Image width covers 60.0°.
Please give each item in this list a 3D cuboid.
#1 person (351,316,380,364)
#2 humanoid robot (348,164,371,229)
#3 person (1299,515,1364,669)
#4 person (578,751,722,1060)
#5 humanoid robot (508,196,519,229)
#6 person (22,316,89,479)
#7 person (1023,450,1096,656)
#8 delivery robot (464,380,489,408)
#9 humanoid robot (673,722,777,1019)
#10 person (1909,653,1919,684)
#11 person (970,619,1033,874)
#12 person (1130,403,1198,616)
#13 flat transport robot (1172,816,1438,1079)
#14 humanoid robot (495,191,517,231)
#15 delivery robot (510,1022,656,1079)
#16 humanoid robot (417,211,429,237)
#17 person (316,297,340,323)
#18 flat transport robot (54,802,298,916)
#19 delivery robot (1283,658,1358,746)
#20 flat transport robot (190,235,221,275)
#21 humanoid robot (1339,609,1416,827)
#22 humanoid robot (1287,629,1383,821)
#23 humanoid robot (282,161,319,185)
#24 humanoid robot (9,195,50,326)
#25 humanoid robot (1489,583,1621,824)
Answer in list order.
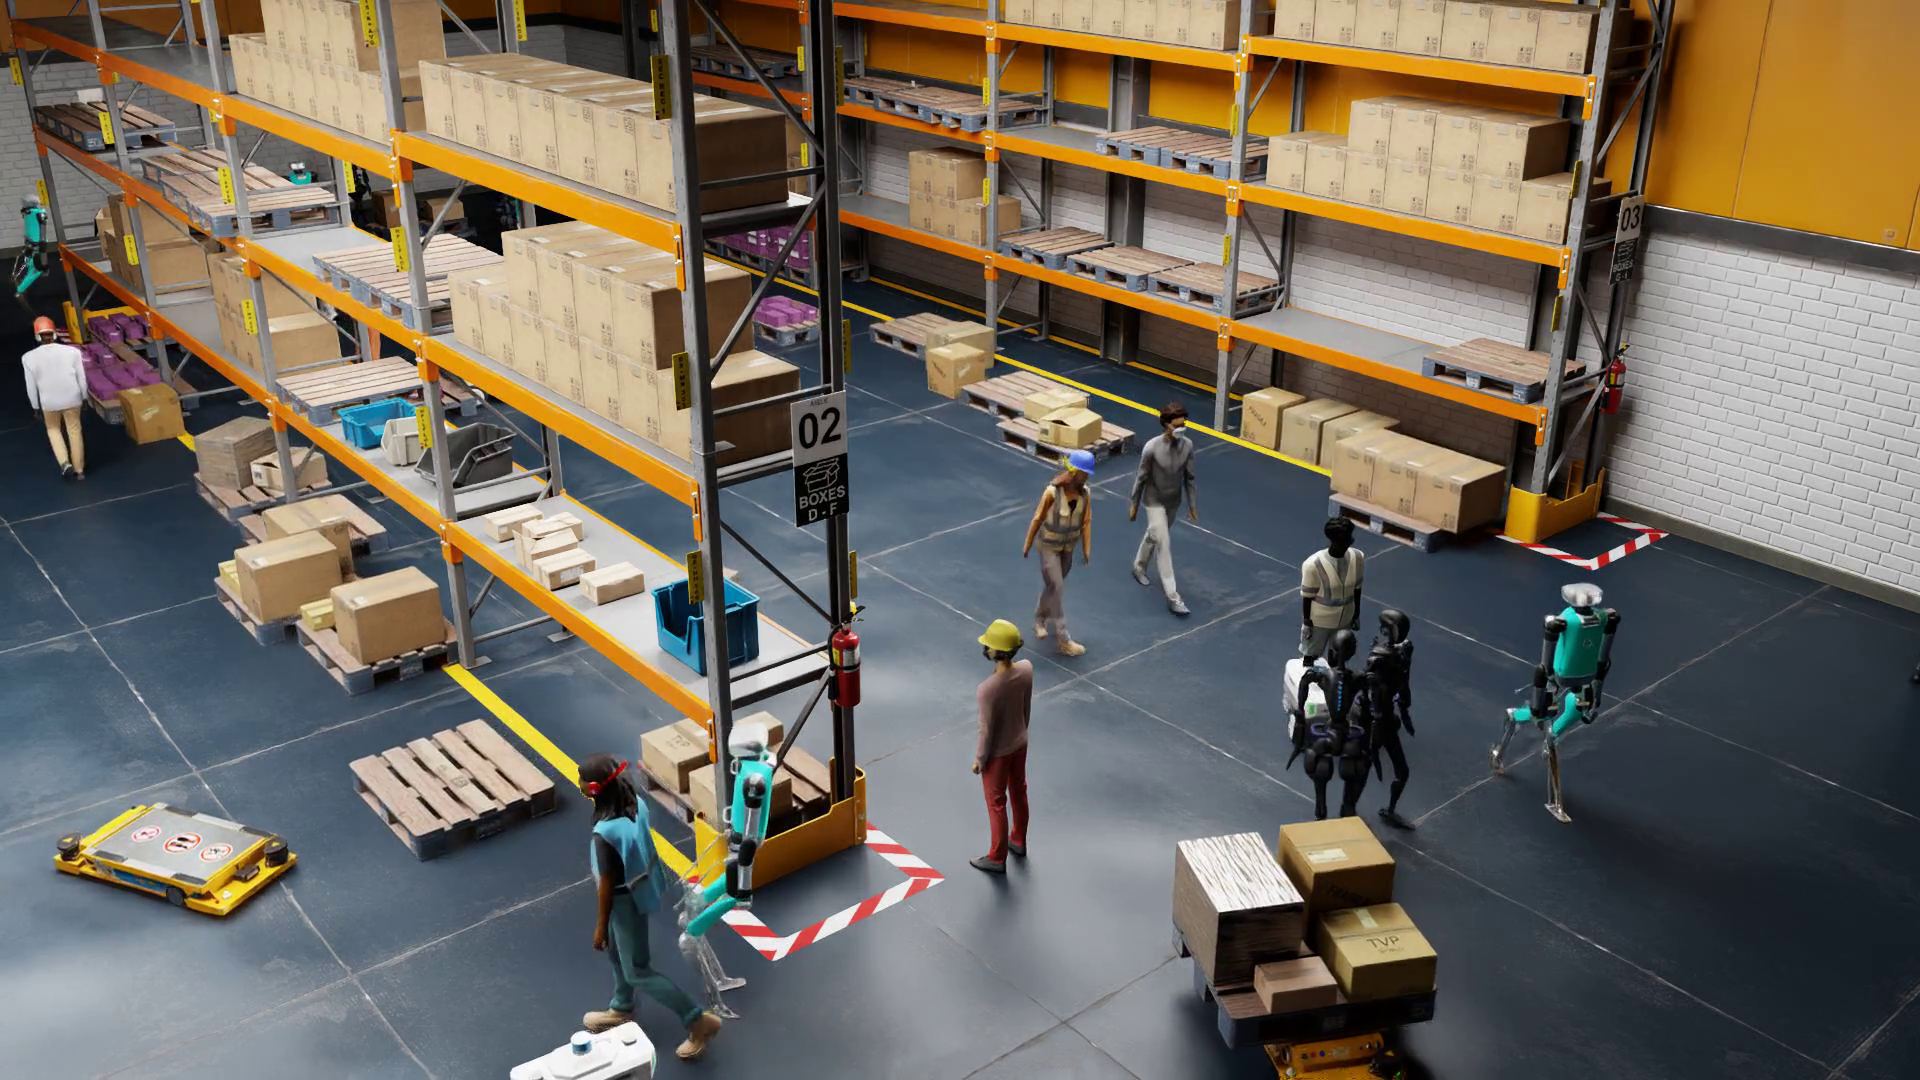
[{"bbox_3d":[-7.177,-2.721,20.069,0.504,1.756,0.325,15,28,31],"label":"person"},{"bbox_3d":[-10.081,-5.925,27.648,0.600,1.633,0.769,12,26,25],"label":"humanoid robot"},{"bbox_3d":[2.770,0.594,12.470,0.532,1.693,0.320,-9,25,-20],"label":"person"},{"bbox_3d":[-1.733,1.984,9.080,0.779,1.844,0.541,1,23,2],"label":"person"},{"bbox_3d":[-7.089,-5.558,26.682,0.543,1.796,0.840,-19,30,-37],"label":"humanoid robot"},{"bbox_3d":[-9.292,-1.463,17.174,0.566,1.732,0.391,-14,27,-30],"label":"person"},{"bbox_3d":[0.833,0.093,13.587,0.528,1.718,0.813,-14,27,-29],"label":"person"},{"bbox_3d":[-5.499,-1.877,19.650,0.809,0.611,0.499,-3,24,-8],"label":"delivery robot"},{"bbox_3d":[-1.390,1.872,9.457,0.754,1.769,0.558,-2,23,-5],"label":"humanoid robot"},{"bbox_3d":[7.813,0.262,12.953,0.548,1.927,0.389,14,27,29],"label":"person"},{"bbox_3d":[0.267,1.315,10.703,0.294,1.772,0.532,17,29,34],"label":"person"},{"bbox_3d":[1.774,-0.341,14.454,0.545,1.832,1.043,-11,26,-24],"label":"person"},{"bbox_3d":[1.949,2.636,9.540,0.659,0.231,1.431,-5,24,-11],"label":"flat transport robot"},{"bbox_3d":[-6.973,-5.004,25.456,0.364,1.651,0.603,-6,24,-13],"label":"humanoid robot"},{"bbox_3d":[-1.978,2.848,8.688,0.770,0.595,0.499,-15,27,-31],"label":"delivery robot"},{"bbox_3d":[-7.327,-3.709,22.527,0.729,1.628,0.595,12,26,25],"label":"humanoid robot"},{"bbox_3d":[-8.575,-3.777,22.398,0.688,1.865,0.836,-21,31,-40],"label":"person"},{"bbox_3d":[-5.134,2.059,10.874,1.431,0.231,0.659,9,25,20],"label":"flat transport robot"},{"bbox_3d":[2.694,1.213,12.497,0.499,0.613,0.789,-2,23,-5],"label":"delivery robot"},{"bbox_3d":[-10.893,-3.375,23.458,1.431,0.231,0.659,4,24,10],"label":"flat transport robot"},{"bbox_3d":[2.803,1.205,11.086,0.443,1.643,0.589,21,31,40],"label":"humanoid robot"},{"bbox_3d":[2.431,1.364,10.725,0.609,1.639,0.415,4,24,9],"label":"humanoid robot"},{"bbox_3d":[-9.912,-4.793,25.033,0.546,1.891,0.783,-18,29,-36],"label":"humanoid robot"},{"bbox_3d":[-12.575,-3.674,22.376,0.564,1.844,0.738,17,28,34],"label":"humanoid robot"},{"bbox_3d":[4.026,0.992,11.510,0.533,1.768,0.958,-5,24,-12],"label":"humanoid robot"}]
